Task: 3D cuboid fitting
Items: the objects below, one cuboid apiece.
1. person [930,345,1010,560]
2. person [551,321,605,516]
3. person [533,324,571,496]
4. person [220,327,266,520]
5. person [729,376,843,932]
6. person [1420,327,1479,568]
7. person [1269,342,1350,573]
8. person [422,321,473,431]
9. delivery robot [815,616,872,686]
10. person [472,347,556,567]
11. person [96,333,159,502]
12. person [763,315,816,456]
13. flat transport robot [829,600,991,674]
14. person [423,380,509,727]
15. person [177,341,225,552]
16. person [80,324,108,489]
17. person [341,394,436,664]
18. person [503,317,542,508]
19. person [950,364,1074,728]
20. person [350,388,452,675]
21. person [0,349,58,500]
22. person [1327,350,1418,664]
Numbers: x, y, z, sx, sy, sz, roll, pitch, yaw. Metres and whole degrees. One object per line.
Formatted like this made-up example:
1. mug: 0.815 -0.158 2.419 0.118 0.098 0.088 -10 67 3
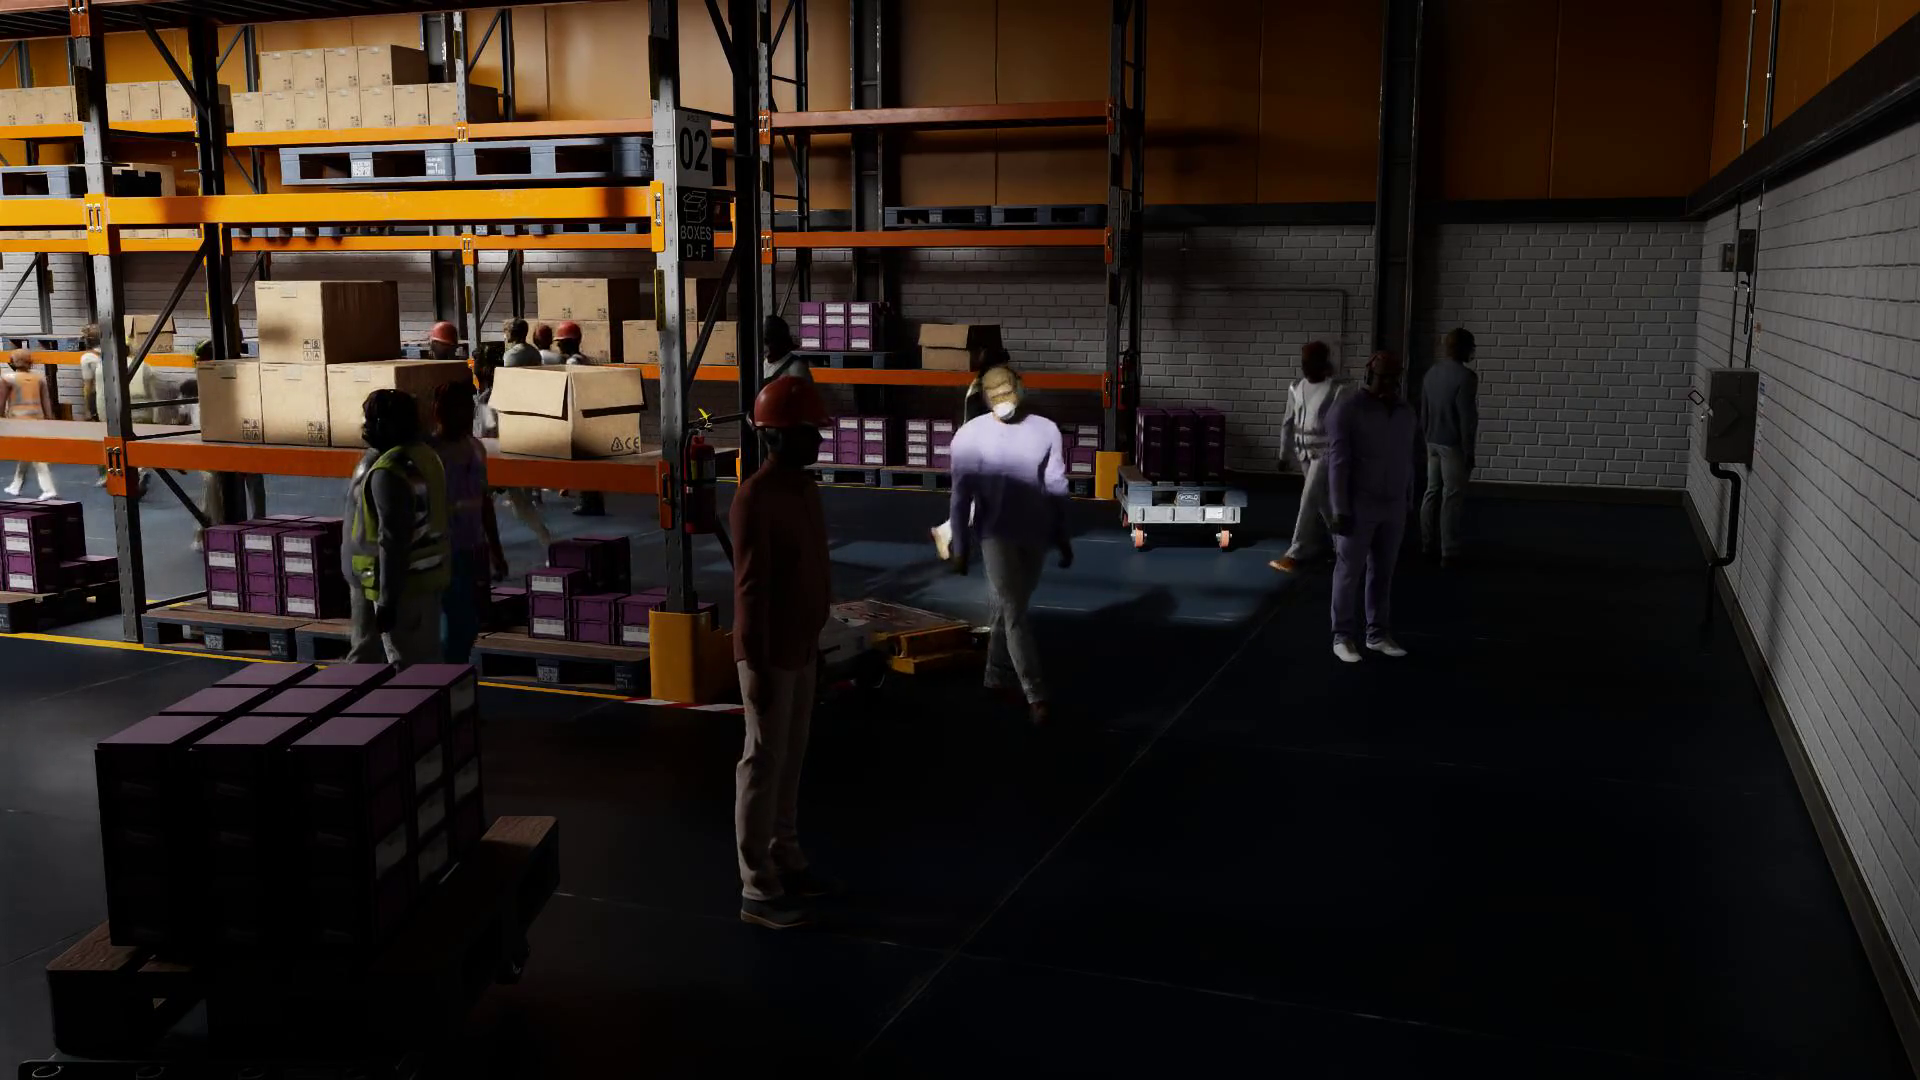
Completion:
1. person: 0.153 -0.631 13.141 0.743 1.815 0.632 1 9 9
2. person: -3.710 -1.168 16.175 0.478 1.912 0.591 0 9 2
3. person: -4.399 -1.397 17.872 0.583 1.853 0.916 -8 12 -43
4. person: -6.392 -0.947 14.692 0.601 1.948 0.386 -2 9 -10
5. person: -0.630 0.400 6.088 0.391 1.995 0.613 3 9 16
6. person: 3.969 -0.747 13.474 0.369 1.936 0.630 -3 9 -17
7. person: 2.877 -0.678 13.378 1.017 1.836 0.571 -6 11 -33
8. person: -4.621 -0.947 14.679 0.663 1.956 0.838 -4 10 -22
9. delivery robot: -0.784 0.590 9.111 0.477 0.478 0.707 5 10 27
10. person: -3.506 -0.583 12.886 0.956 1.824 0.507 4 10 21
11. person: -8.523 -1.255 17.118 0.740 1.802 0.604 7 12 39
12. person: -1.527 -0.832 13.681 0.535 2.000 0.686 -8 12 -41
13. flat transport robot: -0.467 0.575 10.387 0.652 0.197 1.431 -7 12 -39
14. person: -2.582 0.093 8.537 0.519 1.825 0.581 2 9 15
15. person: -6.175 -0.744 13.838 0.980 1.814 0.513 6 11 33
16. person: -9.410 -1.453 18.268 0.395 1.829 0.554 4 10 23
17. person: -2.767 0.173 8.188 0.721 1.787 0.615 0 9 1
18. person: -4.467 -1.296 16.917 0.372 1.940 0.632 2 9 10
19. person: 0.316 0.026 8.777 0.623 1.884 0.858 -6 11 -32
20. person: -2.573 0.225 7.668 0.430 1.845 0.624 0 9 -2
21. person: -9.826 -1.215 17.498 0.879 1.583 0.504 4 10 24
22. person: 2.546 -0.204 10.181 0.636 1.903 0.404 -4 10 -26
